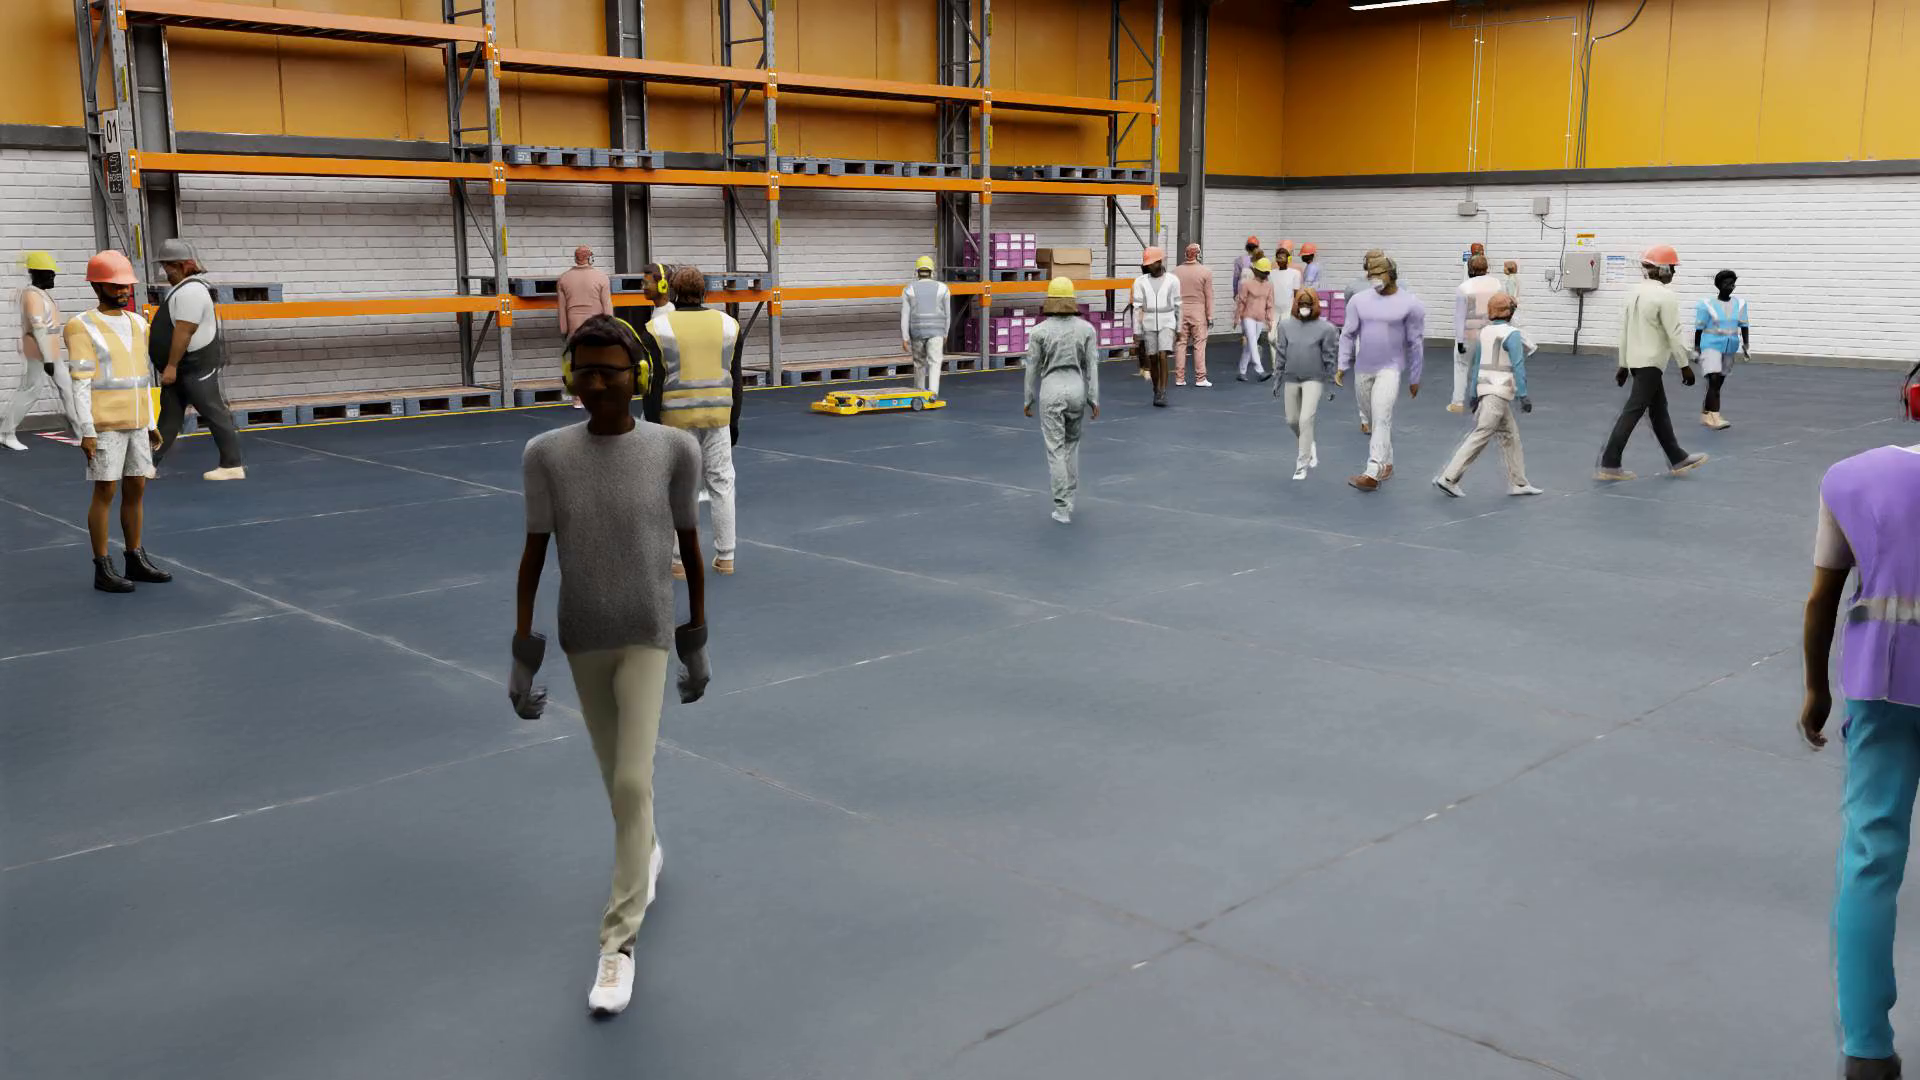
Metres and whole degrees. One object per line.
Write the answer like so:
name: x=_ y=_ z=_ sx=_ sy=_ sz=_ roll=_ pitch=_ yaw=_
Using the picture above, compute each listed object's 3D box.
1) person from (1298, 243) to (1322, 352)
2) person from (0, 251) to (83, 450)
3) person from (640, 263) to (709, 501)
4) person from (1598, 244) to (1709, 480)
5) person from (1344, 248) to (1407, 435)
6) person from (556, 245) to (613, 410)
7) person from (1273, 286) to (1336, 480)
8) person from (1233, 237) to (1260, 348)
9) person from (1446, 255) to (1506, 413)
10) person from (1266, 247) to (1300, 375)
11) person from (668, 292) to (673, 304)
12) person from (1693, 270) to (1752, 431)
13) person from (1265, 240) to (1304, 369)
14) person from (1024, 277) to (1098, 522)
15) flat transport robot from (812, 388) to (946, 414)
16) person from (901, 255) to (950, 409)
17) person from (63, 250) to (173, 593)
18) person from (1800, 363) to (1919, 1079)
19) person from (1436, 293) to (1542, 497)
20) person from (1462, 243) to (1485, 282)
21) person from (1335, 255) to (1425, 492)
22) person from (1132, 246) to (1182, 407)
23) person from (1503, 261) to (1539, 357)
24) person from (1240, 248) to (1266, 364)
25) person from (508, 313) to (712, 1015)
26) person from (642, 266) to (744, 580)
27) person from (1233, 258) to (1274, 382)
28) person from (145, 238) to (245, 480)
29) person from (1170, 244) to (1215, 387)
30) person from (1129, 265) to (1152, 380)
person: x=5.867 y=-4.066 z=28.142 sx=0.958 sy=1.879 sz=0.545 roll=0 pitch=10 yaw=2
person: x=-8.683 y=-1.781 z=15.705 sx=0.991 sy=1.882 sz=0.605 roll=-3 pitch=11 yaw=-16
person: x=-2.197 y=-1.159 z=12.485 sx=0.995 sy=1.830 sz=0.536 roll=-6 pitch=12 yaw=-29
person: x=5.789 y=-1.458 z=13.757 sx=1.026 sy=1.936 sz=0.620 roll=0 pitch=10 yaw=-2
person: x=4.289 y=-2.072 z=17.245 sx=0.632 sy=1.909 sz=0.977 roll=1 pitch=10 yaw=8
person: x=-4.332 y=-2.463 z=19.339 sx=0.642 sy=1.910 sz=0.401 roll=1 pitch=10 yaw=7
person: x=2.924 y=-1.331 z=13.986 sx=0.533 sy=1.607 sz=0.683 roll=6 pitch=12 yaw=30
person: x=5.287 y=-4.516 z=30.321 sx=0.615 sy=1.983 sz=1.057 roll=2 pitch=11 yaw=10
person: x=5.849 y=-2.299 z=18.717 sx=0.622 sy=1.810 sz=0.860 roll=-2 pitch=11 yaw=-11
person: x=4.714 y=-3.335 z=24.246 sx=0.530 sy=1.852 sz=0.570 roll=6 pitch=12 yaw=31
person: x=-2.659 y=-1.651 z=15.661 sx=0.266 sy=1.632 sz=0.506 roll=3 pitch=11 yaw=13
person: x=7.948 y=-1.957 z=17.272 sx=0.541 sy=1.655 sz=0.834 roll=-1 pitch=10 yaw=-7
person: x=4.901 y=-3.566 z=25.270 sx=0.614 sy=1.959 sz=0.907 roll=3 pitch=11 yaw=14
person: x=0.700 y=-1.016 z=11.927 sx=0.512 sy=1.716 sz=0.684 roll=-2 pitch=11 yaw=-11
flat transport robot: x=-0.932 y=-1.617 z=19.191 sx=1.431 sy=0.197 sz=0.652 roll=-7 pitch=13 yaw=-35
person: x=-0.399 y=-2.429 z=19.473 sx=0.573 sy=1.793 sz=0.853 roll=0 pitch=10 yaw=1
person: x=-4.789 y=-0.676 z=9.509 sx=0.376 sy=1.936 sz=0.549 roll=3 pitch=11 yaw=18
person: x=2.396 y=0.393 z=4.123 sx=0.583 sy=1.774 sz=1.062 roll=8 pitch=13 yaw=36
person: x=4.115 y=-1.117 z=12.875 sx=0.862 sy=1.583 sz=0.521 roll=-1 pitch=10 yaw=-6
person: x=8.908 y=-4.206 z=28.909 sx=0.342 sy=1.881 sz=0.579 roll=-2 pitch=11 yaw=-9
person: x=3.378 y=-1.349 z=13.403 sx=0.618 sy=1.863 sz=1.066 roll=8 pitch=13 yaw=38
person: x=2.319 y=-2.501 z=19.592 sx=0.565 sy=1.879 sz=0.879 roll=3 pitch=11 yaw=15
person: x=9.233 y=-3.821 z=27.551 sx=0.710 sy=1.609 sz=0.520 roll=3 pitch=11 yaw=14
person: x=4.627 y=-3.634 z=25.944 sx=0.517 sy=1.829 sz=0.748 roll=-2 pitch=11 yaw=-9
person: x=-0.978 y=0.273 z=4.676 sx=0.531 sy=1.826 sz=0.999 roll=0 pitch=10 yaw=1
person: x=-1.584 y=-0.687 z=9.836 sx=0.623 sy=1.845 sz=0.430 roll=-6 pitch=12 yaw=-28
person: x=4.065 y=-2.992 z=22.766 sx=0.577 sy=1.694 sz=0.924 roll=-6 pitch=12 yaw=-28
person: x=-6.440 y=-1.482 z=13.625 sx=0.990 sy=2.000 sz=0.686 roll=-6 pitch=12 yaw=-31
person: x=3.116 y=-3.003 z=22.282 sx=0.639 sy=1.910 sz=0.407 roll=6 pitch=12 yaw=30
person: x=2.690 y=-3.102 z=23.489 sx=0.546 sy=1.659 sz=0.818 roll=4 pitch=11 yaw=23
